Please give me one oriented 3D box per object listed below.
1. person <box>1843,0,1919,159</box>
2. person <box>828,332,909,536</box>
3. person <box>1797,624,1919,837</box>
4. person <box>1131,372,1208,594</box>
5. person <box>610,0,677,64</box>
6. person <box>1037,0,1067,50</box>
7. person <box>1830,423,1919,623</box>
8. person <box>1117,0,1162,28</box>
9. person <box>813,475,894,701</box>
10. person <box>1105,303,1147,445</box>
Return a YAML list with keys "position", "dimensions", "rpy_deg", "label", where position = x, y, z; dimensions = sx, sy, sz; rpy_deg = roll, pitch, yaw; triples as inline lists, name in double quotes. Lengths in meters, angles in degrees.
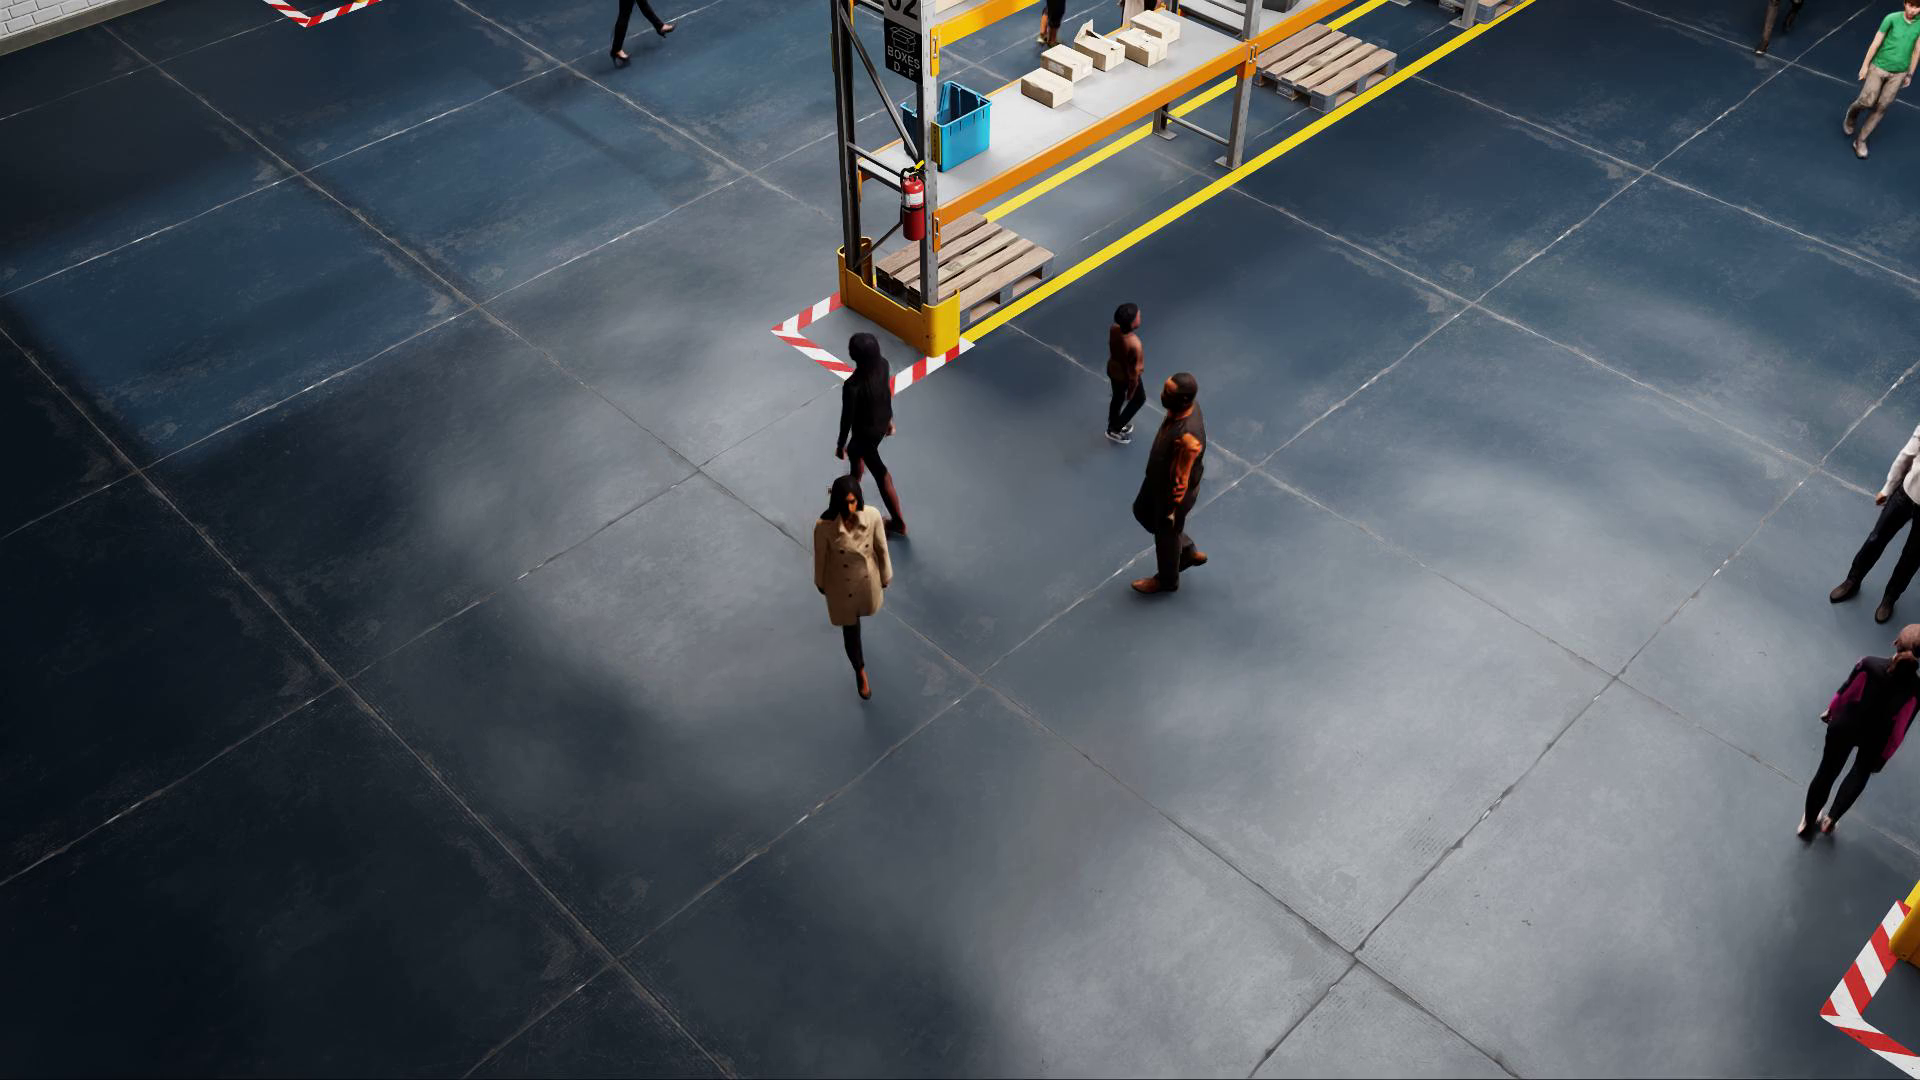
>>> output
- position: [8.604, -4.408, 15.456]
  dimensions: [0.798, 1.640, 0.889]
  rpy_deg: [8, 44, 8]
  label: "person"
- position: [-0.547, -0.706, 11.533]
  dimensions: [0.857, 1.691, 0.961]
  rpy_deg: [20, 47, 20]
  label: "person"
- position: [5.140, 1.155, 9.545]
  dimensions: [0.613, 1.739, 0.674]
  rpy_deg: [27, 50, 25]
  label: "person"
- position: [1.503, -0.352, 11.010]
  dimensions: [0.962, 1.899, 0.902]
  rpy_deg: [0, 44, 0]
  label: "person"
- position: [-3.387, -5.581, 16.615]
  dimensions: [0.610, 1.740, 1.083]
  rpy_deg: [34, 53, 30]
  label: "person"
- position: [0.928, -5.726, 16.978]
  dimensions: [0.592, 1.448, 0.594]
  rpy_deg: [32, 52, 29]
  label: "person"
- position: [6.311, -0.241, 10.916]
  dimensions: [0.664, 1.869, 0.522]
  rpy_deg: [33, 53, 30]
  label: "person"
- position: [1.792, -5.308, 16.316]
  dimensions: [0.649, 1.756, 0.565]
  rpy_deg: [28, 50, 26]
  label: "person"
- position: [-0.699, 0.200, 10.610]
  dimensions: [1.101, 1.653, 1.036]
  rpy_deg: [-11, 45, -12]
  label: "person"
- position: [1.172, -1.221, 12.395]
  dimensions: [0.577, 1.247, 0.563]
  rpy_deg: [-25, 49, -24]
  label: "person"
